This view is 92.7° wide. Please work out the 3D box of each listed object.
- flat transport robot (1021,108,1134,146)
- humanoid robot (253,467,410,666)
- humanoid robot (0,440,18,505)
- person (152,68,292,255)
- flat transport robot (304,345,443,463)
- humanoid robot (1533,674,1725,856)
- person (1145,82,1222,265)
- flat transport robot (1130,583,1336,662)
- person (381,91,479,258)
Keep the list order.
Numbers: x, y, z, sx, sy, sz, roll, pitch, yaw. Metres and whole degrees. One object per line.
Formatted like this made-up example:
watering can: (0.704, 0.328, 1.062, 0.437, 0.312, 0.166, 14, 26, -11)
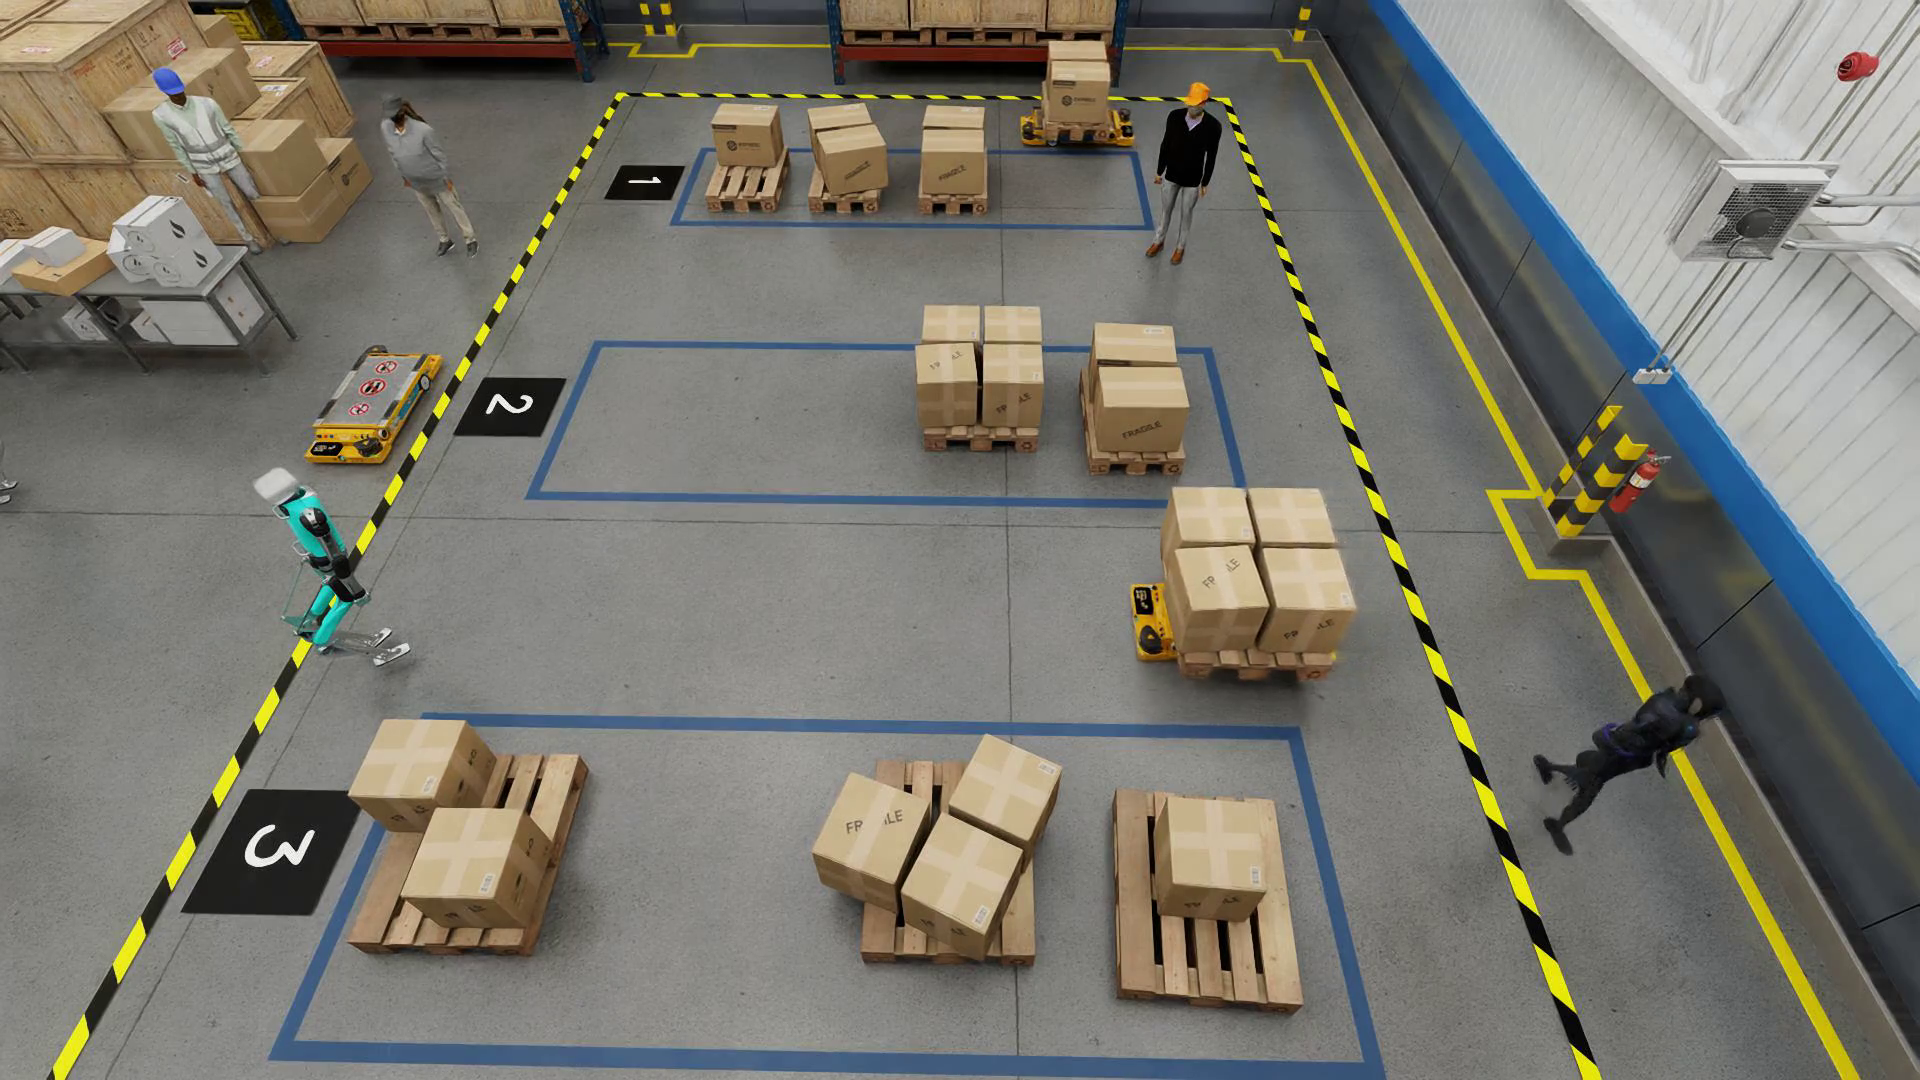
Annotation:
flat transport robot: (1.513, -5.378, 11.899, 1.431, 0.197, 0.652, 1, 50, 1)
humanoid robot: (-4.295, 0.303, 6.058, 0.533, 1.681, 0.735, 34, 57, 25)
humanoid robot: (-8.098, -0.929, 7.124, 0.745, 1.685, 0.532, -16, 52, -13)
person: (-7.781, -3.957, 9.624, 0.604, 1.939, 0.411, -31, 56, -24)
flat transport robot: (-5.383, -1.269, 8.441, 0.659, 0.231, 1.431, 1, 50, 1)
humanoid robot: (3.897, 1.243, 5.429, 0.609, 1.662, 0.662, -10, 51, -9)
person: (2.308, -3.774, 9.502, 0.589, 1.883, 0.365, 25, 54, 19)
flat transport robot: (2.028, 0.584, 6.854, 1.431, 0.197, 0.652, 1, 50, 1)
person: (-5.584, -3.815, 9.612, 0.563, 1.768, 0.397, 4, 50, 3)
